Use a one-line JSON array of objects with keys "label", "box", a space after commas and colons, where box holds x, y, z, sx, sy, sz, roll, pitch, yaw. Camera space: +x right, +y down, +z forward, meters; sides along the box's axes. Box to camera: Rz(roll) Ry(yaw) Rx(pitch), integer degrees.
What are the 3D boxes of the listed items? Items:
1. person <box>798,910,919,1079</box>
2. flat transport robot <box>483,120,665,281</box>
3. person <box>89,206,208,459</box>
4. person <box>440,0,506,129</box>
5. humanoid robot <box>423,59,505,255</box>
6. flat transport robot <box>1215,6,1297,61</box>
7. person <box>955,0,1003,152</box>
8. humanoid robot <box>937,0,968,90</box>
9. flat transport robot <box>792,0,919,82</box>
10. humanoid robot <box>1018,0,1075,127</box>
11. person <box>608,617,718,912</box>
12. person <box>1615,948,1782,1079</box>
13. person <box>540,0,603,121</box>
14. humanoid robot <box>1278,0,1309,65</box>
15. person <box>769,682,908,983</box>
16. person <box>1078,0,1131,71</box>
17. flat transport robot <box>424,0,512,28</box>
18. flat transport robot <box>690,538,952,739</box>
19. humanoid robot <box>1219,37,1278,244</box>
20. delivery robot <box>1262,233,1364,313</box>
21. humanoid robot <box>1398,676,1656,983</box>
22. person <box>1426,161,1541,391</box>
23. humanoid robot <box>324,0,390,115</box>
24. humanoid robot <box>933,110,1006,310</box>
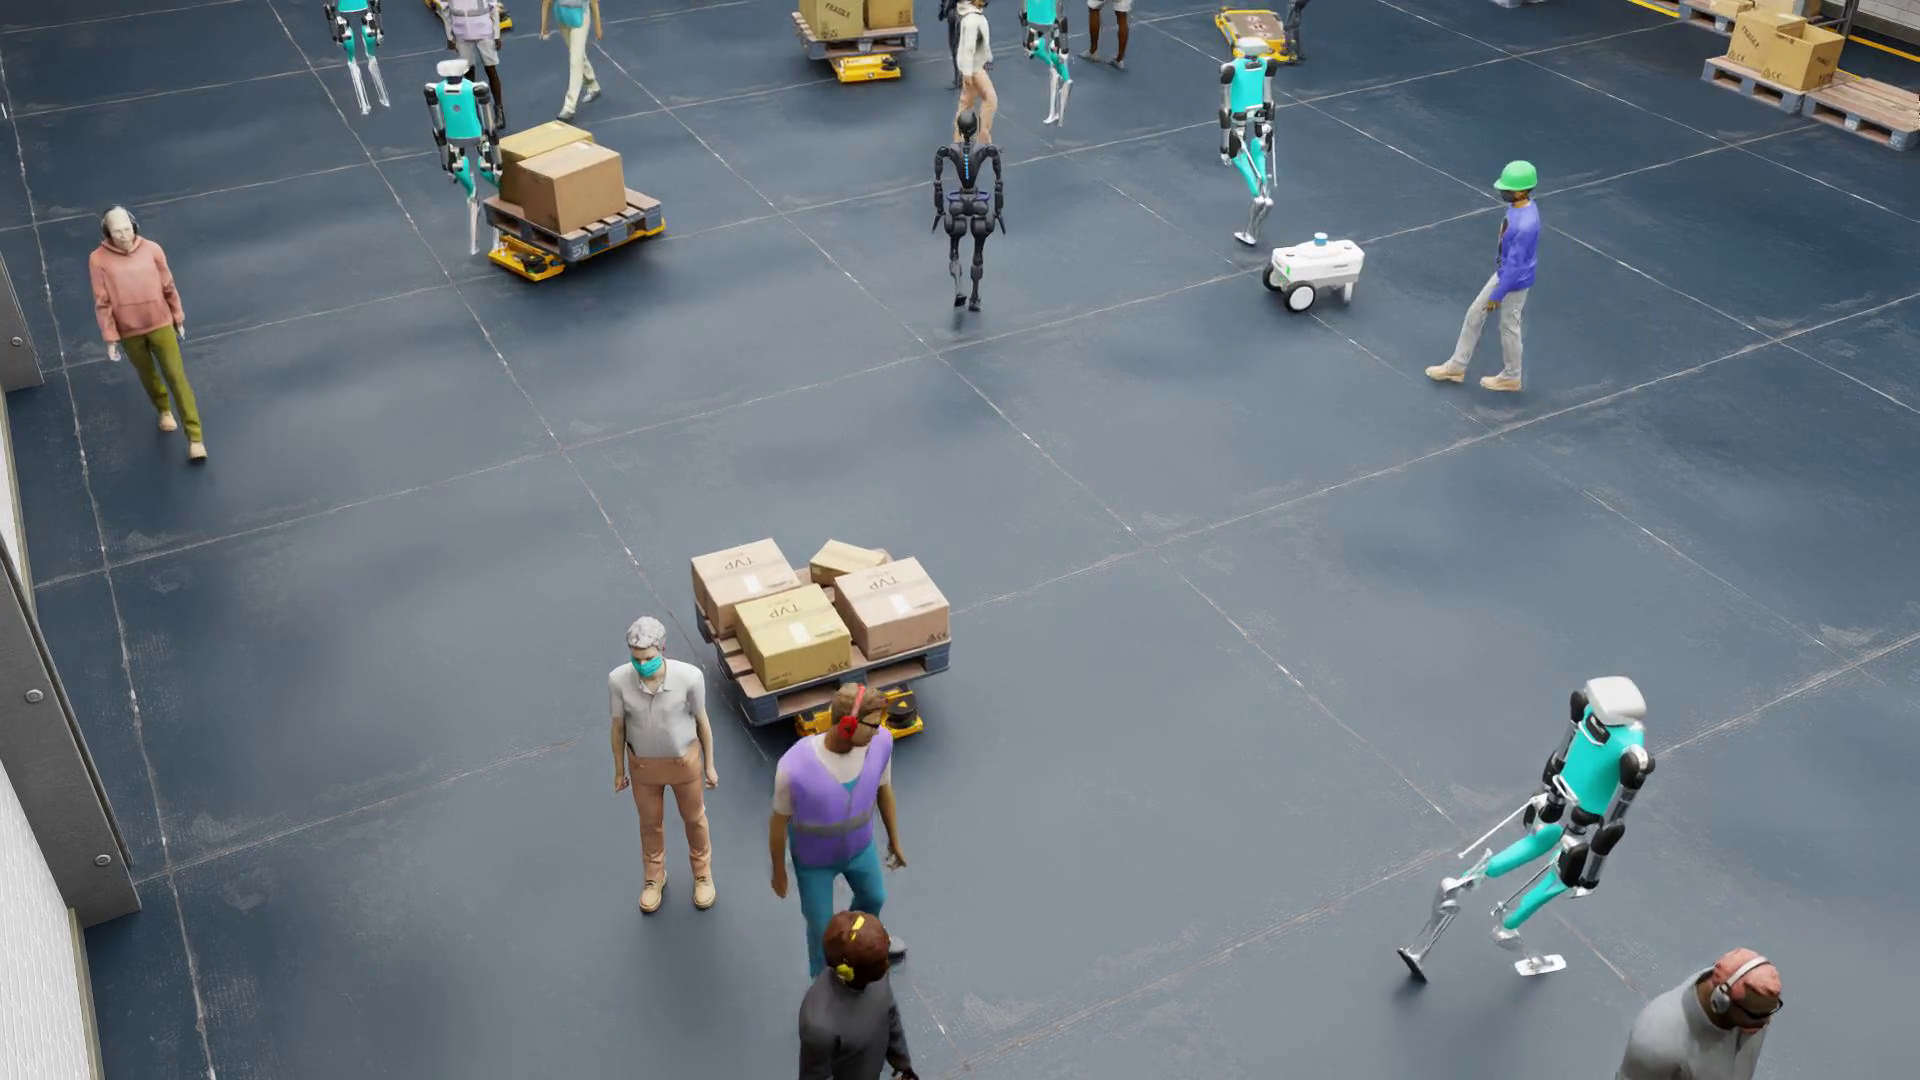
[{"label": "person", "box": [-0.307, 2.112, 6.336, 0.956, 1.829, 0.514, 14, 37, 19]}, {"label": "flat transport robot", "box": [-3.335, -2.651, 14.500, 0.659, 0.231, 1.431, 27, 43, 33]}, {"label": "person", "box": [-5.612, -1.441, 11.454, 0.525, 1.793, 0.925, -15, 38, -20]}, {"label": "person", "box": [-4.810, -5.003, 16.406, 0.550, 1.934, 0.370, -1, 35, -1]}, {"label": "humanoid robot", "box": [-4.085, -3.220, 14.073, 0.541, 1.846, 0.661, 0, 35, 0]}, {"label": "flat transport robot", "box": [3.365, -5.758, 18.937, 0.659, 0.231, 1.431, -2, 35, -3]}, {"label": "person", "box": [0.216, -4.533, 15.969, 0.603, 1.651, 0.476, -1, 35, -1]}, {"label": "humanoid robot", "box": [-0.032, -5.576, 17.452, 0.454, 1.638, 0.601, -20, 40, -26]}, {"label": "flat transport robot", "box": [-1.155, -5.424, 18.460, 0.659, 0.231, 1.431, -9, 36, -13]}, {"label": "humanoid robot", "box": [0.923, -4.920, 16.527, 0.548, 1.837, 0.802, 21, 40, 27]}, {"label": "person", "box": [-1.406, 1.065, 7.907, 0.491, 1.744, 0.304, -2, 35, -3]}, {"label": "person", "box": [2.691, 2.163, 6.242, 0.653, 1.868, 0.724, -17, 38, -23]}, {"label": "person", "box": [-3.945, -5.200, 16.819, 0.576, 1.788, 0.980, 16, 38, 22]}, {"label": "humanoid robot", "box": [3.682, -6.028, 18.086, 0.376, 1.650, 0.601, 6, 35, 8]}, {"label": "person", "box": [-0.552, 1.365, 7.430, 0.688, 1.809, 0.384, -20, 40, -26]}, {"label": "person", "box": [1.613, -6.082, 17.966, 0.563, 1.911, 0.734, -18, 39, -23]}, {"label": "flat transport robot", "box": [-5.858, -6.318, 19.737, 0.659, 0.231, 1.431, -18, 39, -24]}, {"label": "flat transport robot", "box": [-0.797, 0.716, 9.694, 0.659, 0.231, 1.431, -15, 38, -20]}, {"label": "humanoid robot", "box": [2.532, -3.296, 14.188, 0.532, 1.830, 0.736, -15, 38, -20]}, {"label": "delivery robot", "box": [2.894, -2.210, 13.632, 0.778, 0.606, 0.515, -9, 36, -13]}, {"label": "humanoid robot", "box": [2.445, 1.395, 7.460, 0.977, 1.762, 0.535, -7, 36, -9]}, {"label": "person", "box": [3.853, -1.876, 12.030, 0.828, 1.835, 0.481, 2, 35, 3]}, {"label": "humanoid robot", "box": [-6.137, -5.173, 16.888, 0.538, 1.845, 0.826, -15, 38, -20]}, {"label": "humanoid robot", "box": [0.073, -2.591, 13.185, 0.586, 1.641, 0.413, 1, 35, 2]}]
